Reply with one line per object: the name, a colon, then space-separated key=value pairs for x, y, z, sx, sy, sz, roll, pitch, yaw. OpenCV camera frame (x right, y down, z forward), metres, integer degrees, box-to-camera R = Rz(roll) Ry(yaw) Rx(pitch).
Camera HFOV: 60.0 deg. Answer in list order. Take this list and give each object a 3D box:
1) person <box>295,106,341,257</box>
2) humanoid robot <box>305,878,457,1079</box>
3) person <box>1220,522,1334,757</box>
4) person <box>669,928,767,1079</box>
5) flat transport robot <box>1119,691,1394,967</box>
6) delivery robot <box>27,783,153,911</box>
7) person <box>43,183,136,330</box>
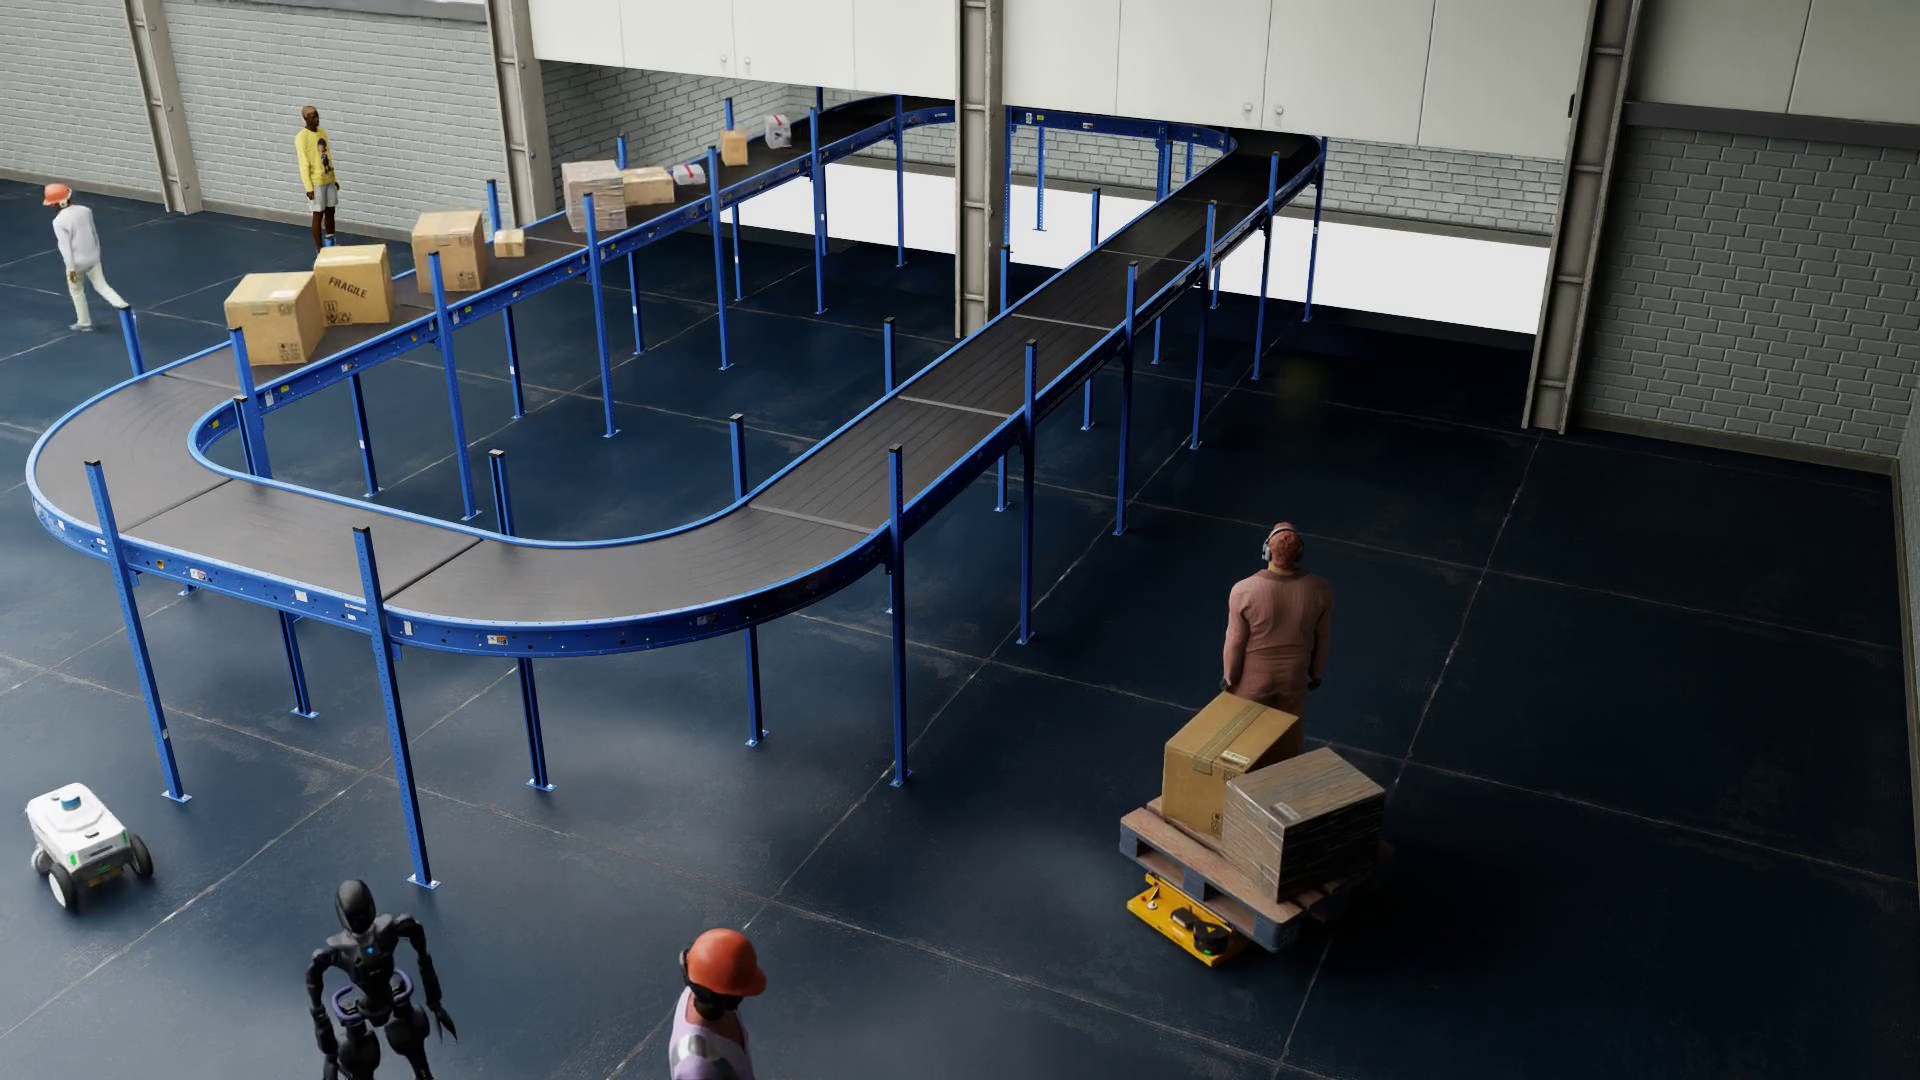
person: x=-7.888 y=-4.398 z=20.505 sx=0.363 sy=1.898 sz=0.558 roll=8 pitch=28 yaw=16
humanoid robot: x=-2.618 y=2.171 z=7.526 sx=0.601 sy=1.638 sz=0.385 roll=-19 pitch=32 yaw=-33
person: x=1.886 y=0.778 z=10.068 sx=0.643 sy=1.907 sz=0.403 roll=-3 pitch=27 yaw=-6
person: x=-0.940 y=2.389 z=6.685 sx=0.406 sy=2.031 sz=0.607 roll=-1 pitch=26 yaw=-2
flat transport robot: x=1.689 y=1.930 z=9.587 sx=1.431 sy=0.231 sz=0.659 roll=-20 pitch=33 yaw=-35
delivery robot: x=-5.099 y=1.725 z=9.652 sx=0.743 sy=0.572 sz=0.501 roll=24 pitch=35 yaw=39
person: x=-9.465 y=-3.048 z=18.007 sx=0.818 sy=1.699 sz=0.588 roll=7 pitch=27 yaw=14
